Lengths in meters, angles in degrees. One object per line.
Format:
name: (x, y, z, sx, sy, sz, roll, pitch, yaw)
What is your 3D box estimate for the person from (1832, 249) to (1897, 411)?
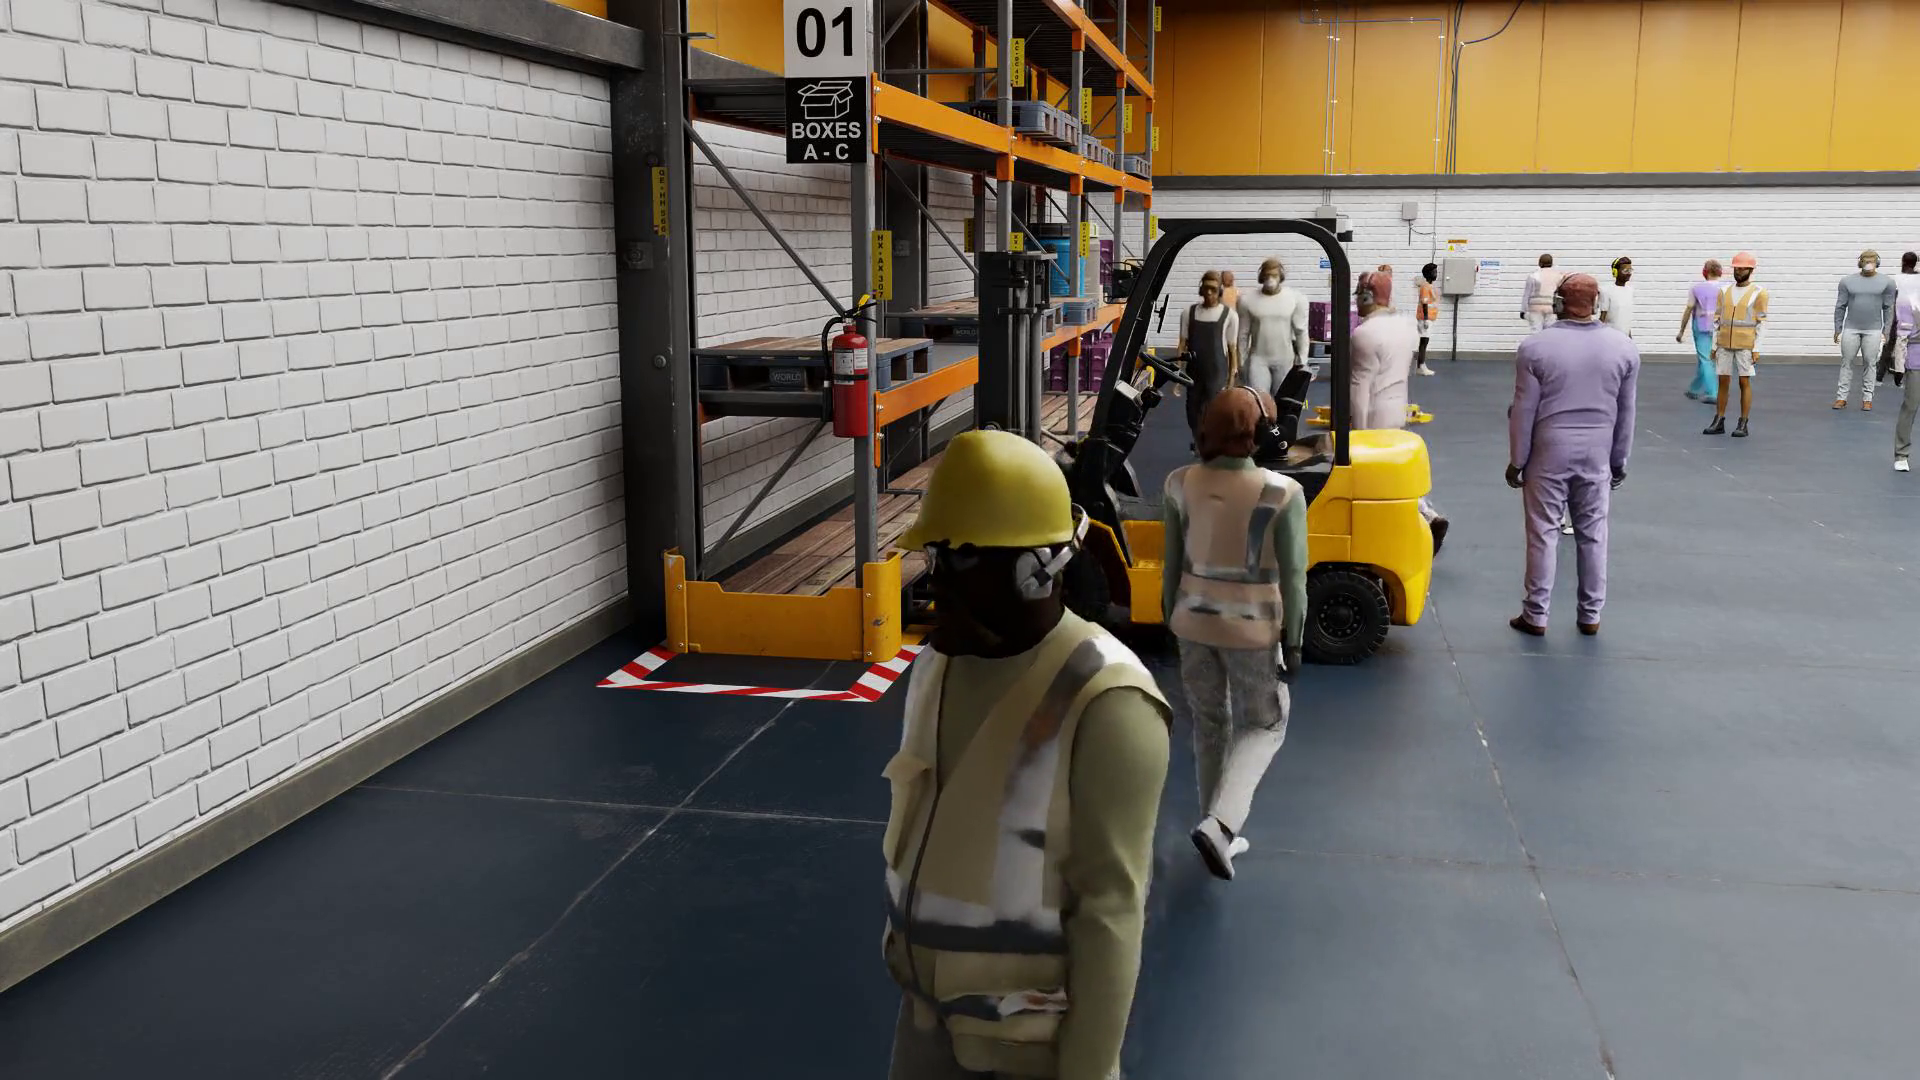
person: (10.907, -2.531, 20.102, 0.638, 1.937, 0.357, 7, 12, 33)

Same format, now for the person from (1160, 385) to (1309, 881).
person: (0.856, 0.316, 5.366, 0.518, 1.623, 0.491, 7, 13, 34)

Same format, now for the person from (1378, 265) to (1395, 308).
person: (6.969, -3.687, 27.269, 0.311, 1.636, 0.523, 3, 11, 16)

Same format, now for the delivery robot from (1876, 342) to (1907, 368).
delivery robot: (14.293, -2.888, 25.598, 0.477, 0.478, 0.707, -6, 12, -32)

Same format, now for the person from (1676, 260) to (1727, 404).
person: (9.471, -2.641, 21.098, 0.568, 1.797, 0.974, -2, 10, -9)

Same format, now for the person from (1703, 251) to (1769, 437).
person: (8.161, -2.054, 17.481, 0.350, 1.942, 0.545, -9, 14, -40)

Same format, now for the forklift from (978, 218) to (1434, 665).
forklift: (1.285, -0.567, 8.635, 2.313, 2.155, 1.214, 2, 11, 11)

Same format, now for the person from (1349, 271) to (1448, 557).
person: (2.682, -0.751, 10.520, 0.740, 1.885, 0.647, 8, 13, 38)

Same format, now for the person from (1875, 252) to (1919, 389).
person: (13.022, -3.029, 23.010, 0.593, 1.868, 0.991, 1, 10, 3)

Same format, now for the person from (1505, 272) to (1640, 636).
person: (3.180, -0.438, 8.746, 0.662, 1.903, 0.429, 0, 10, 0)

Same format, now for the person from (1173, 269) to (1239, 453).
person: (2.119, -1.395, 14.198, 0.513, 1.823, 0.847, 5, 11, 26)

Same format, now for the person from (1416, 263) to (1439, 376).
person: (7.057, -3.325, 25.120, 0.318, 1.697, 0.533, 4, 11, 21)

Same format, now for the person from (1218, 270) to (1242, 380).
person: (3.924, -3.166, 24.525, 0.515, 1.608, 0.857, -4, 11, -21)

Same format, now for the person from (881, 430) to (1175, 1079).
person: (0.143, 0.710, 2.715, 0.826, 1.803, 0.591, -8, 13, -36)

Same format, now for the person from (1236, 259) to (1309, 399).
person: (2.819, -1.588, 15.070, 0.647, 1.886, 0.998, 2, 10, 9)

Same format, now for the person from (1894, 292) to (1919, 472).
person: (8.643, -1.559, 14.805, 0.595, 1.925, 0.373, 1, 10, 6)

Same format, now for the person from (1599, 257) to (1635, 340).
person: (7.320, -2.205, 18.534, 0.512, 1.862, 0.329, -6, 12, -28)

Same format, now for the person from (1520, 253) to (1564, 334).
person: (9.405, -3.714, 26.889, 0.636, 1.827, 0.455, 0, 10, -2)

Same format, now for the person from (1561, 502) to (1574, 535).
person: (4.319, -0.924, 11.757, 0.301, 1.771, 0.533, -4, 11, -21)

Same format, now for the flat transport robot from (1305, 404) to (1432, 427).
flat transport robot: (4.531, -1.387, 18.406, 1.431, 0.197, 0.652, -9, 13, -39)
